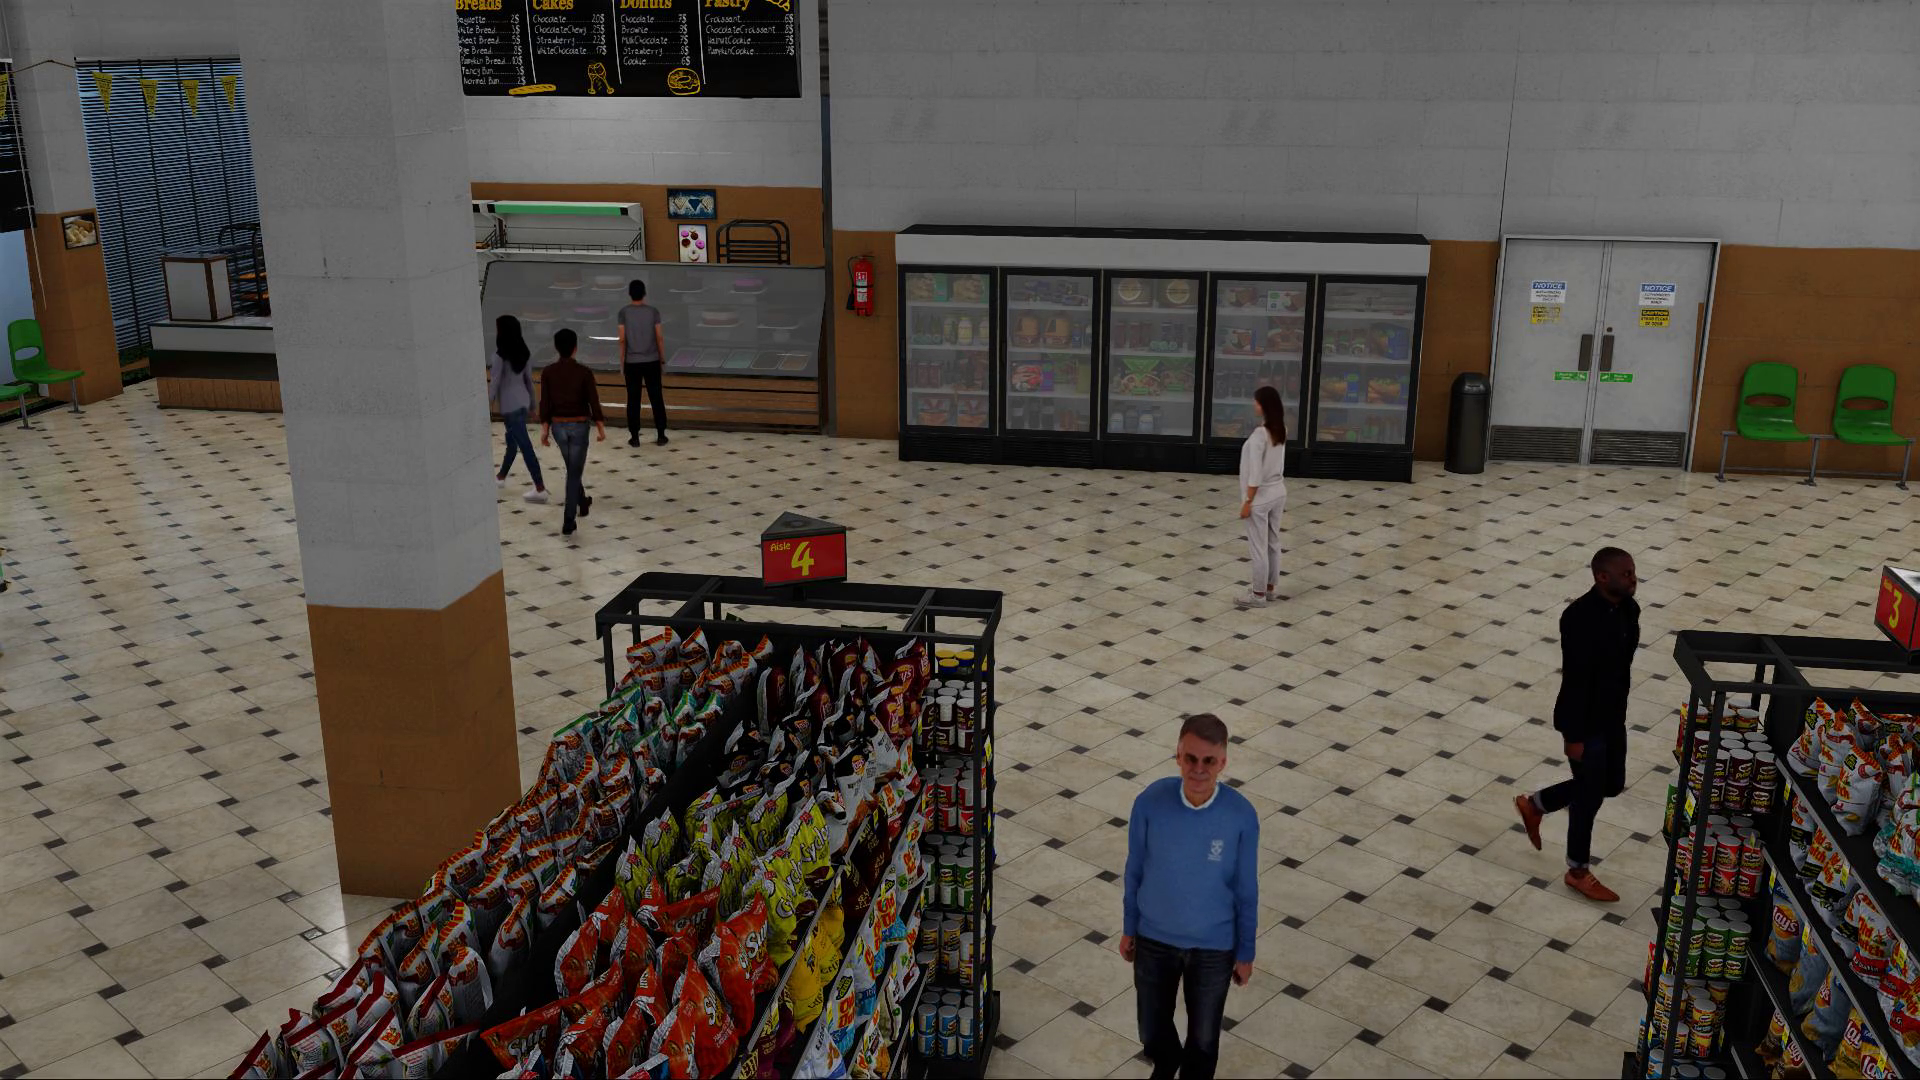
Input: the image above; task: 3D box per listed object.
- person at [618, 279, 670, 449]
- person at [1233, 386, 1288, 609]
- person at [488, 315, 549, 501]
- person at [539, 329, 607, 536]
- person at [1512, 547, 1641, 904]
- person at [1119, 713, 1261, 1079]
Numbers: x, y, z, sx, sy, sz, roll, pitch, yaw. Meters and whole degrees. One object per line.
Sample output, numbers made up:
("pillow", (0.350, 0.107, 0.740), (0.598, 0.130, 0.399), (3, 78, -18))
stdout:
("person", (-3.341, -1.860, 17.468), (0.694, 1.754, 0.666), (-4, 17, -13))
("person", (2.296, -0.330, 12.540), (0.743, 1.689, 0.633), (13, 21, 37))
("person", (-4.024, -1.182, 15.332), (0.909, 1.697, 1.094), (8, 19, 25))
("person", (-3.361, -0.893, 14.322), (0.736, 1.731, 1.139), (1, 17, 4))
("person", (3.094, 0.888, 8.332), (1.024, 1.803, 1.066), (-13, 21, -37))
("person", (0.883, 1.470, 6.405), (0.688, 1.809, 0.704), (4, 17, 13))
